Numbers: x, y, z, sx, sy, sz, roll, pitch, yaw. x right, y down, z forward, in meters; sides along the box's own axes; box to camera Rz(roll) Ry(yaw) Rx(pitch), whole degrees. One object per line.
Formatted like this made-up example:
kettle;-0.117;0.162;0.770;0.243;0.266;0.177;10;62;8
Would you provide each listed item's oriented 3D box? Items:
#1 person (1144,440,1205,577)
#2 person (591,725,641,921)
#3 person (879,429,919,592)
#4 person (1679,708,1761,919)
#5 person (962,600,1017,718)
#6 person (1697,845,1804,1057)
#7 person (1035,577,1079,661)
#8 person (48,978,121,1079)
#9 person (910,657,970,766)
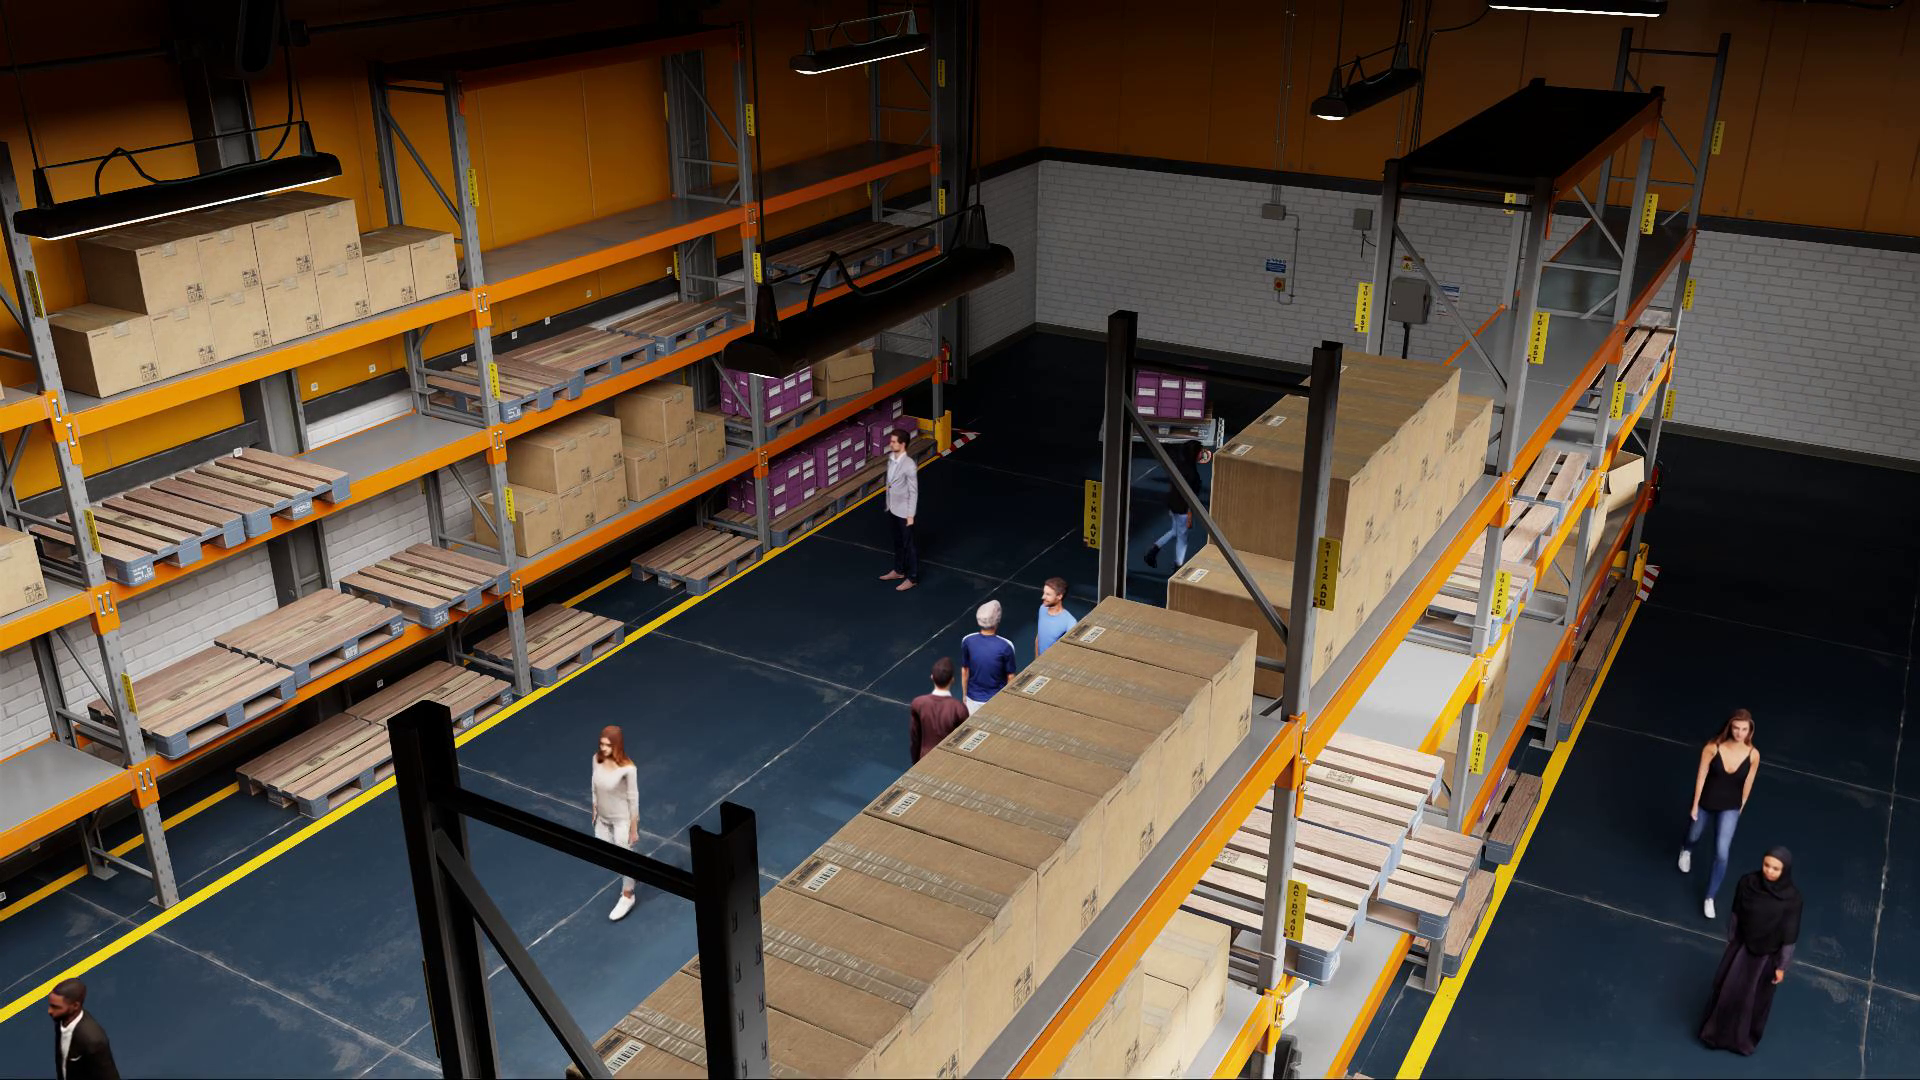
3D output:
person;2.381;-0.299;18.480;0.918;1.683;0.868;-7;24;-15
person;-2.602;2.129;12.917;0.618;1.690;0.693;14;27;30
person;-0.636;-0.364;18.417;0.764;1.853;0.767;-13;27;-28
person;5.947;2.049;13.103;0.726;1.688;1.128;8;25;18
person;0.248;1.374;14.462;0.682;1.836;0.616;7;24;15
person;5.555;2.796;11.493;0.677;1.609;0.703;19;30;37
person;0.851;1.175;14.885;0.705;1.863;0.731;-17;29;-34
person;-5.128;3.347;10.029;1.202;1.771;0.878;-22;32;-40
person;-0.150;1.824;13.405;0.717;1.858;0.641;8;25;17
